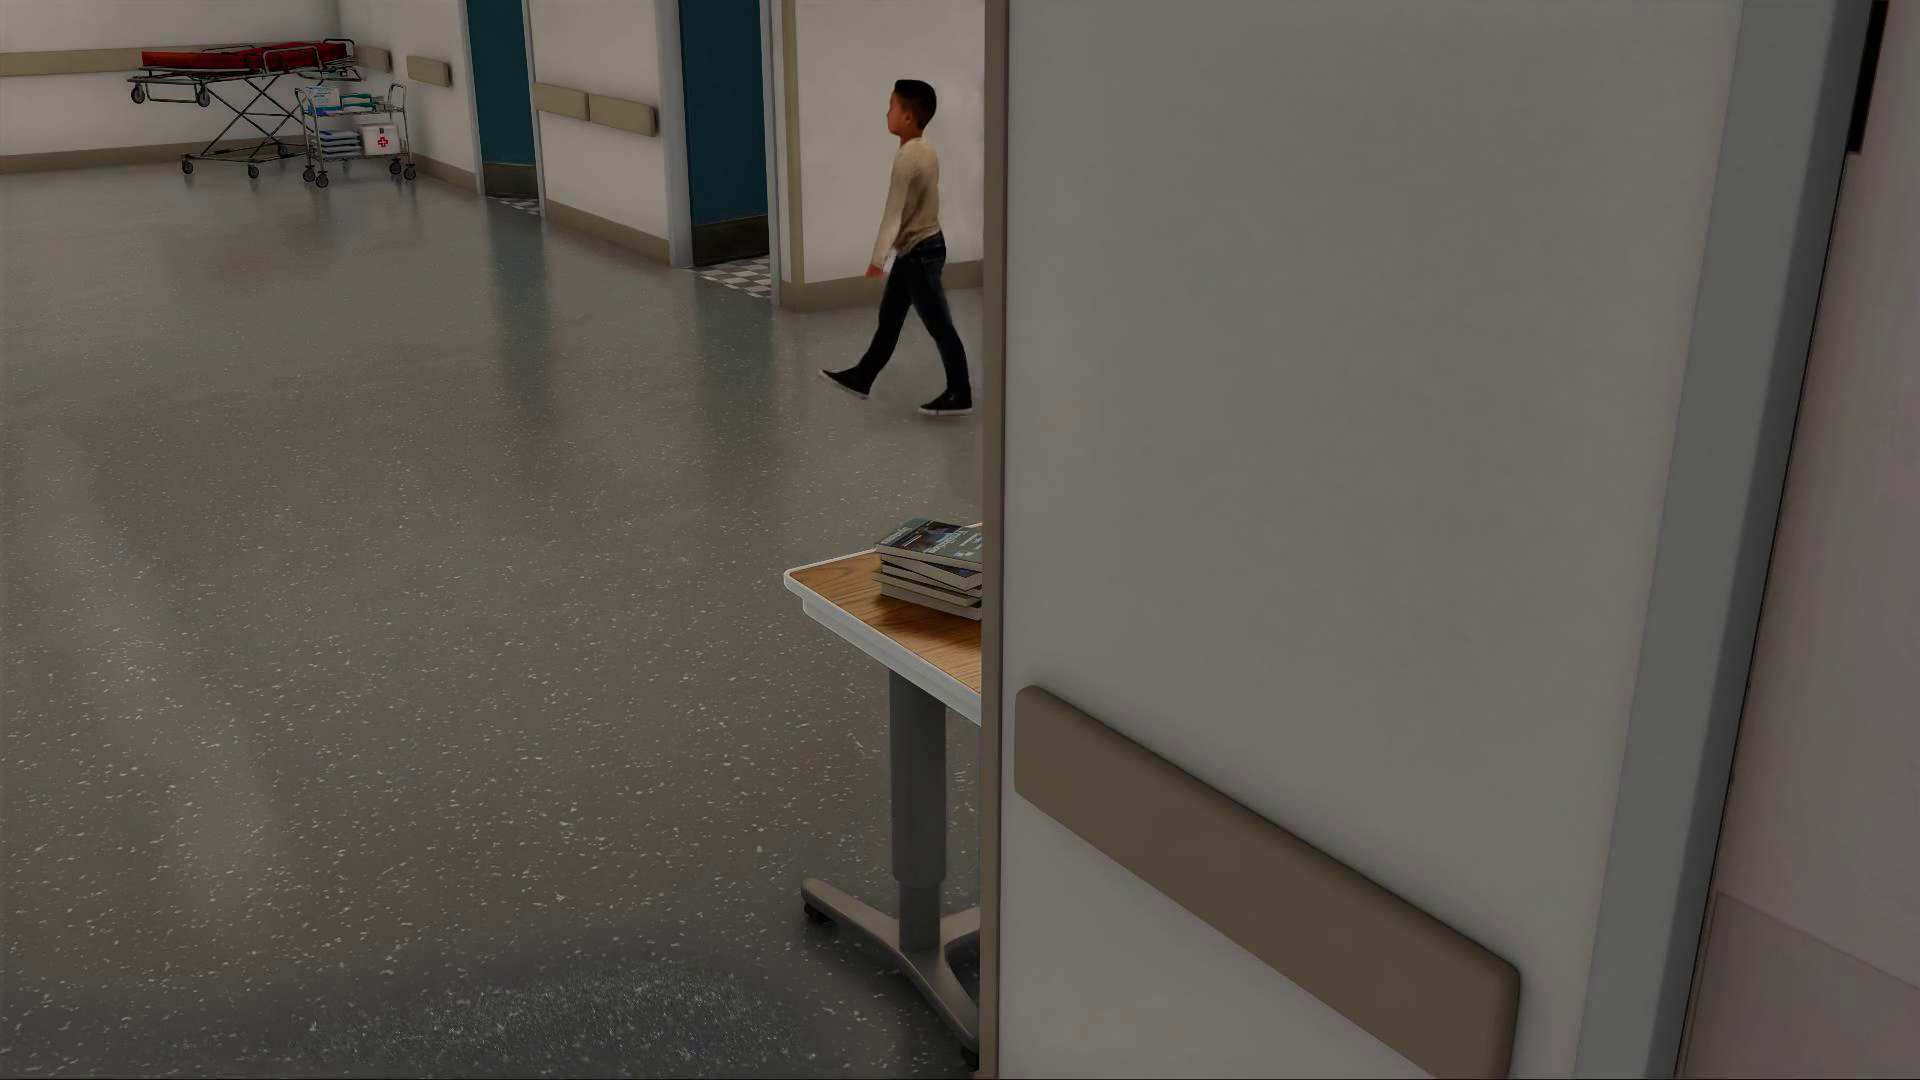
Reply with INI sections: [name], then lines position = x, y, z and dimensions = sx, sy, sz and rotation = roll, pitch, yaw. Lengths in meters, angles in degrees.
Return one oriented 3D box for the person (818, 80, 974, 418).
[person]
position = -0.108, -1.226, 7.209
dimensions = 0.979, 1.435, 0.957
rotation = 2, 21, 5
